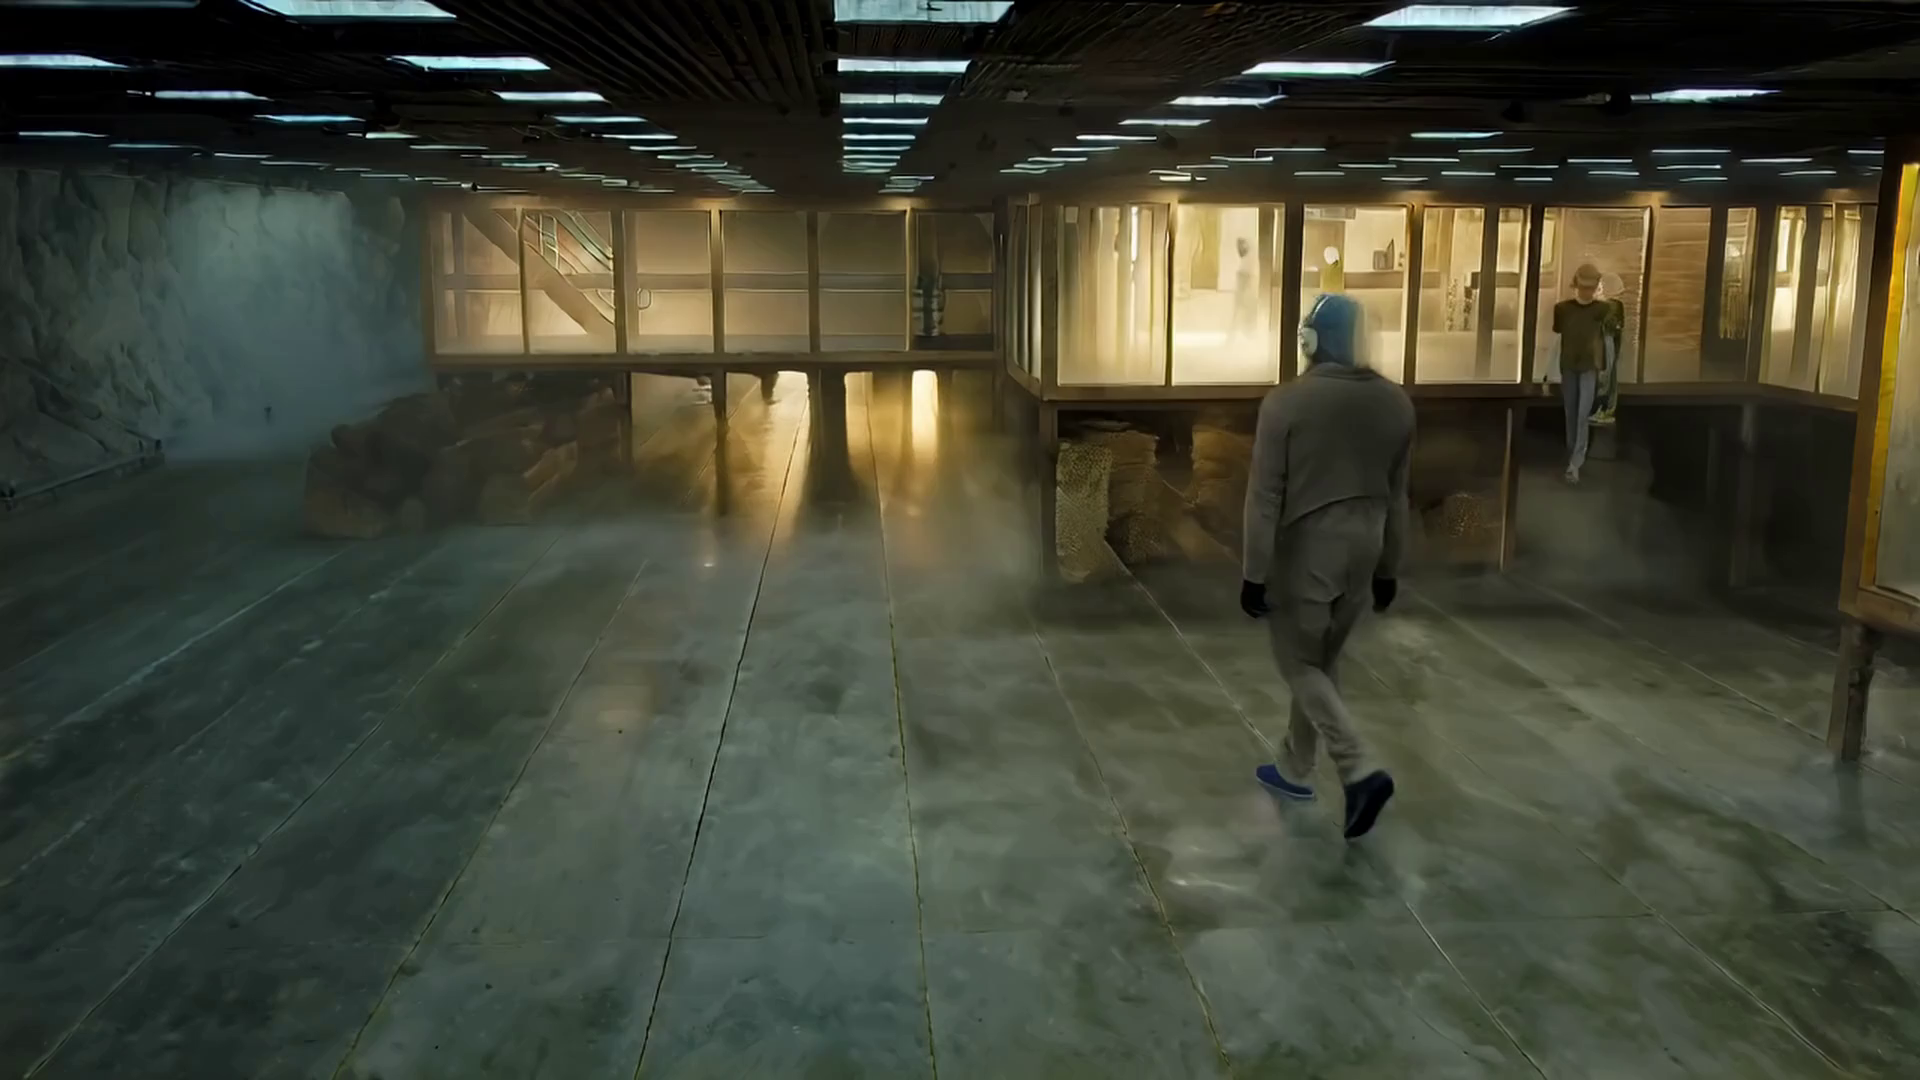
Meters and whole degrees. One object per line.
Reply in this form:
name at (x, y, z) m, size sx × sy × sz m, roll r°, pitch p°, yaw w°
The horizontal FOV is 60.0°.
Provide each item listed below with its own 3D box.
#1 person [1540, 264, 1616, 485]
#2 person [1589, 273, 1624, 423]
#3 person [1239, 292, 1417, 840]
person at (5.158, -1.383, 13.901) m, size 0.515 × 1.817 × 0.989 m, roll 7°, pitch 12°, yaw 32°
person at (7.081, -2.095, 18.213) m, size 0.283 × 1.636 × 0.500 m, roll 0°, pitch 11°, yaw 2°
person at (1.302, 0.078, 5.842) m, size 0.652 × 1.878 × 0.812 m, roll -5°, pitch 12°, yaw -27°
